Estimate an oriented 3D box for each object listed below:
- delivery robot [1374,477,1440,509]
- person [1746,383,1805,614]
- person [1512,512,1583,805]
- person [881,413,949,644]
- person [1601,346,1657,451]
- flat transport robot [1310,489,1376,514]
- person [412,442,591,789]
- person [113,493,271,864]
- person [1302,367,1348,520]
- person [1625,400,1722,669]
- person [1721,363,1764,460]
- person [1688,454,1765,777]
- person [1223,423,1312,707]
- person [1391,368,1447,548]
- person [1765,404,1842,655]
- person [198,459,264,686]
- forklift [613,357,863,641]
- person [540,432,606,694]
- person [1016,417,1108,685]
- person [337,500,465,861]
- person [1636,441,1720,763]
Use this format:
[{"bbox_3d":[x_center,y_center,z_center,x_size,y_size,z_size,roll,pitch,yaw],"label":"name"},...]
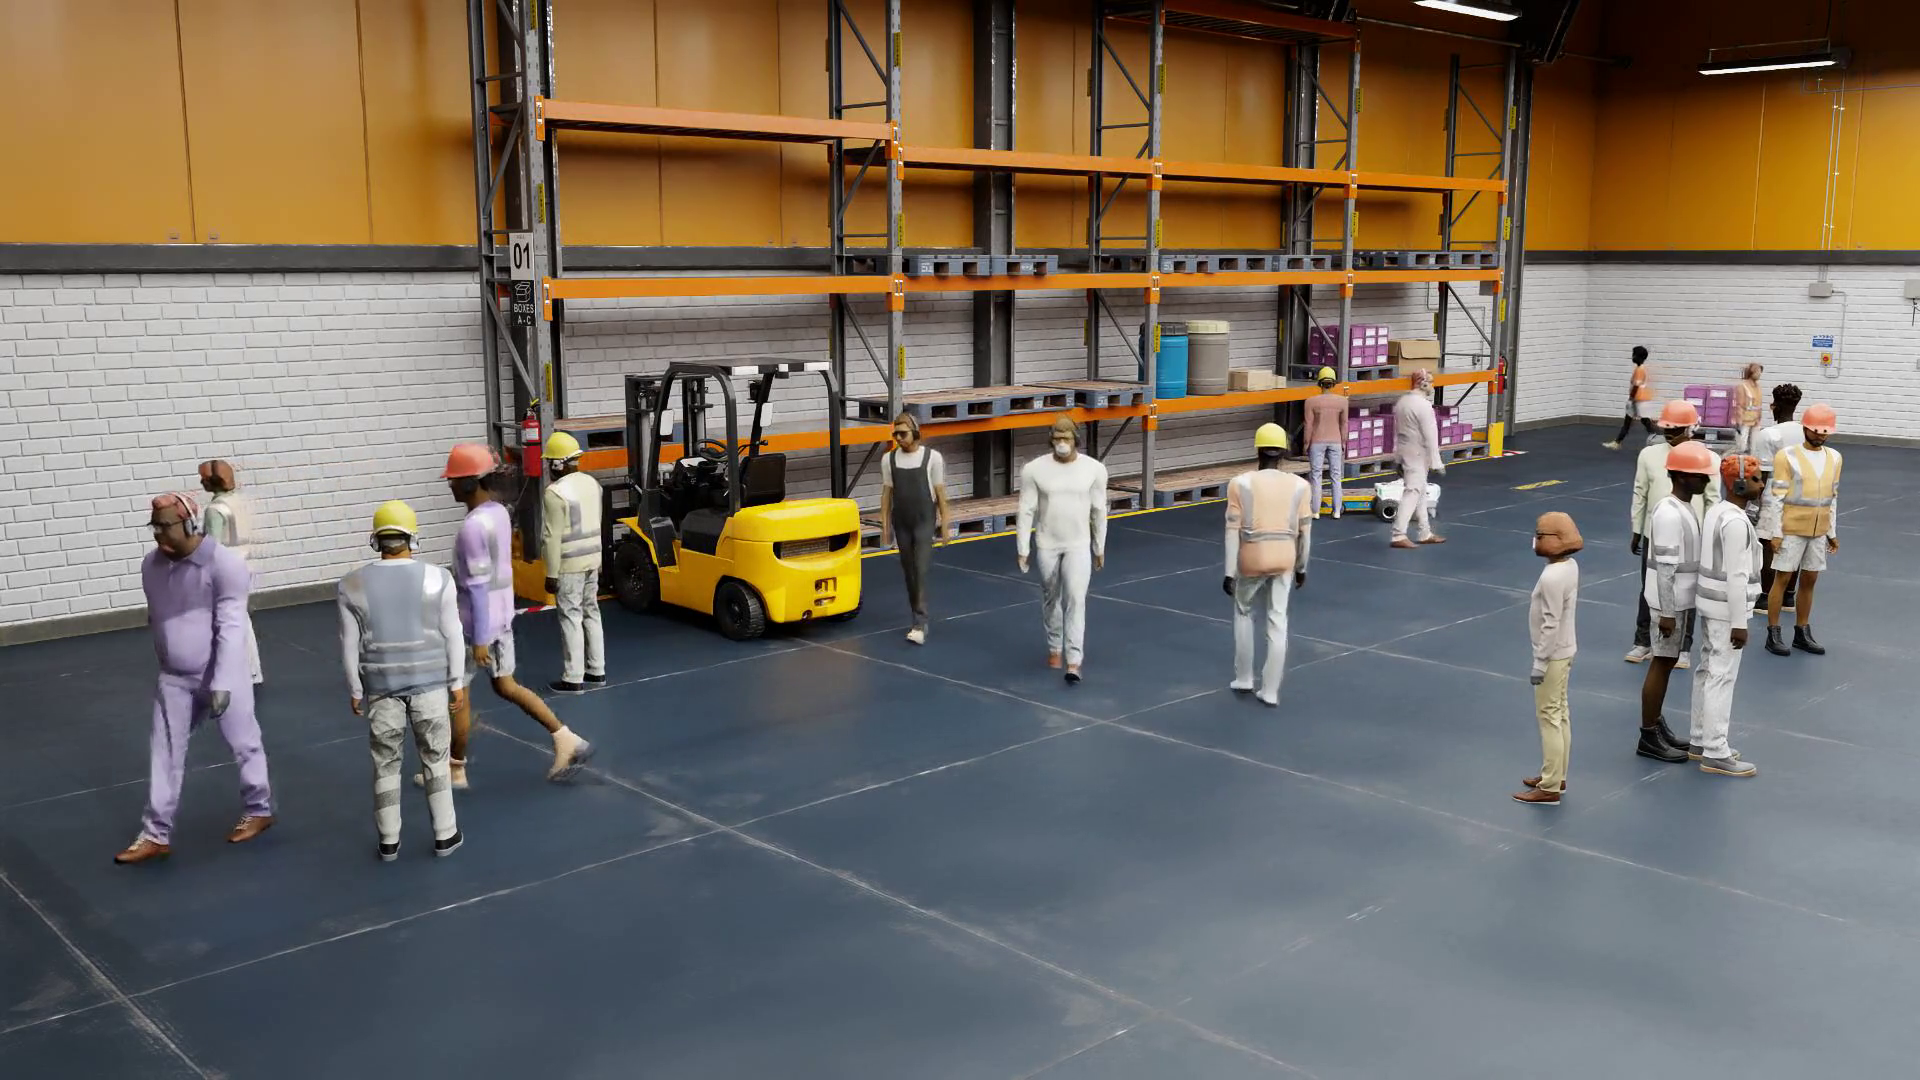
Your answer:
[{"bbox_3d":[5.128,-0.534,19.073,0.707,0.478,0.477,1,10,5],"label":"delivery robot"},{"bbox_3d":[6.961,-0.348,14.137,0.607,1.966,0.367,-3,10,-19],"label":"person"},{"bbox_3d":[3.282,0.652,9.251,0.278,1.632,0.507,6,11,30],"label":"person"},{"bbox_3d":[-0.398,-0.080,13.036,0.533,1.805,0.885,3,10,16],"label":"person"},{"bbox_3d":[10.434,-2.158,25.646,0.865,1.646,0.549,4,11,24],"label":"person"},{"bbox_3d":[4.715,-0.471,19.813,1.431,0.197,0.652,-1,10,-7],"label":"flat transport robot"},{"bbox_3d":[-2.625,0.441,9.414,0.956,2.010,0.618,0,10,2],"label":"person"},{"bbox_3d":[-3.876,0.692,8.356,0.651,1.859,0.934,2,10,14],"label":"person"},{"bbox_3d":[4.199,-1.108,19.170,0.526,1.768,0.331,-1,10,-4],"label":"person"},{"bbox_3d":[5.267,-0.044,12.290,0.612,1.987,0.399,7,12,37],"label":"person"},{"bbox_3d":[10.498,-1.565,22.247,0.524,1.621,0.611,-5,11,-28],"label":"person"},{"bbox_3d":[4.529,0.433,9.805,0.356,1.883,0.572,2,10,10],"label":"person"},{"bbox_3d":[2.077,0.156,11.351,0.619,1.900,0.694,-1,10,-4],"label":"person"},{"bbox_3d":[4.804,-0.848,17.347,0.584,1.900,0.662,-1,10,-4],"label":"person"},{"bbox_3d":[6.441,-0.076,12.658,0.543,1.928,0.374,-1,10,-8],"label":"person"},{"bbox_3d":[-5.168,0.240,11.673,0.514,1.617,0.537,-1,10,-4],"label":"person"},{"bbox_3d":[-1.847,-0.414,13.852,1.214,2.155,2.313,-9,13,-42],"label":"forklift"},{"bbox_3d":[-2.709,0.159,11.611,0.413,1.823,0.587,3,10,19],"label":"person"},{"bbox_3d":[0.725,0.067,11.947,0.647,1.882,0.986,2,10,9],"label":"person"},{"bbox_3d":[-2.785,0.707,8.365,0.587,1.828,0.404,-2,10,-11],"label":"person"},{"bbox_3d":[4.335,0.364,10.048,0.364,1.935,0.553,6,11,30],"label":"person"}]
